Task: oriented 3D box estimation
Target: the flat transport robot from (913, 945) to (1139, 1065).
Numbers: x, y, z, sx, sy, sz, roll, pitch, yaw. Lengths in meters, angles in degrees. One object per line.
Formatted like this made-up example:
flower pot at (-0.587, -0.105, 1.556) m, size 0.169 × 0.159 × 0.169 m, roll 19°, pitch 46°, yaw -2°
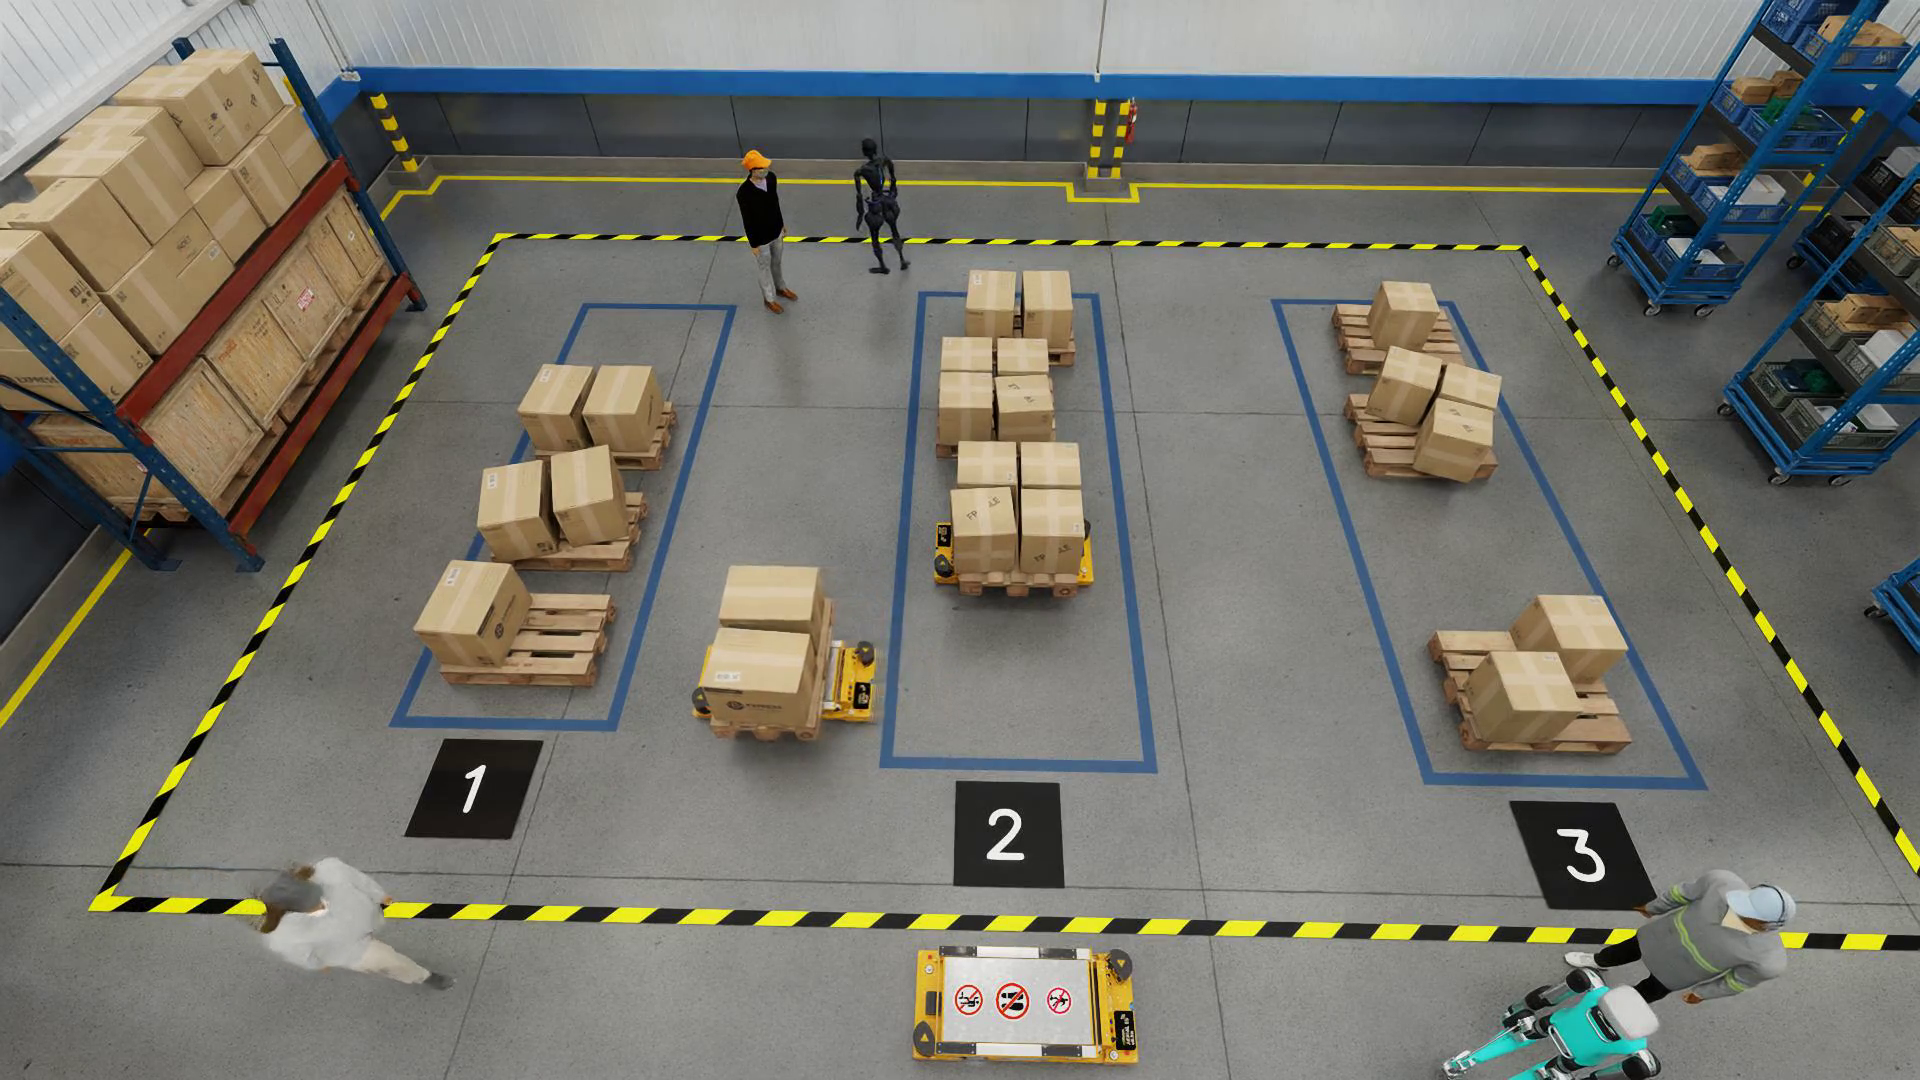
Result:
flat transport robot at (0.422, 3.041, 6.007) m, size 1.431 × 0.231 × 0.659 m, roll 1°, pitch 51°, yaw 1°

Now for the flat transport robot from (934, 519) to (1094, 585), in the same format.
flat transport robot at (0.490, 0.087, 8.397) m, size 1.431 × 0.197 × 0.652 m, roll 1°, pitch 51°, yaw 1°

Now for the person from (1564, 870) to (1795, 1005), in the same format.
person at (4.291, 2.439, 5.476) m, size 0.395 × 1.849 × 0.596 m, roll -4°, pitch 51°, yaw -3°

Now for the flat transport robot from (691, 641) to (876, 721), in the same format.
flat transport robot at (-1.432, 1.141, 7.537) m, size 1.431 × 0.197 × 0.652 m, roll 1°, pitch 51°, yaw 1°

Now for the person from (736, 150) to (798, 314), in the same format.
person at (-2.160, -3.437, 10.245) m, size 0.349 × 1.883 × 0.589 m, roll 24°, pitch 55°, yaw 18°

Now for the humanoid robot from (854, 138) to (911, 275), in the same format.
humanoid robot at (-0.905, -3.856, 10.724) m, size 0.618 × 1.648 × 0.451 m, roll -30°, pitch 57°, yaw -22°

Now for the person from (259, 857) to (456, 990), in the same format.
person at (-3.824, 2.362, 5.610) m, size 0.805 × 1.733 × 0.552 m, roll 6°, pitch 51°, yaw 5°

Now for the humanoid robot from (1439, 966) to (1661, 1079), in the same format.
humanoid robot at (3.106, 2.888, 5.100) m, size 0.735 × 1.673 × 0.533 m, roll -12°, pitch 52°, yaw -10°
